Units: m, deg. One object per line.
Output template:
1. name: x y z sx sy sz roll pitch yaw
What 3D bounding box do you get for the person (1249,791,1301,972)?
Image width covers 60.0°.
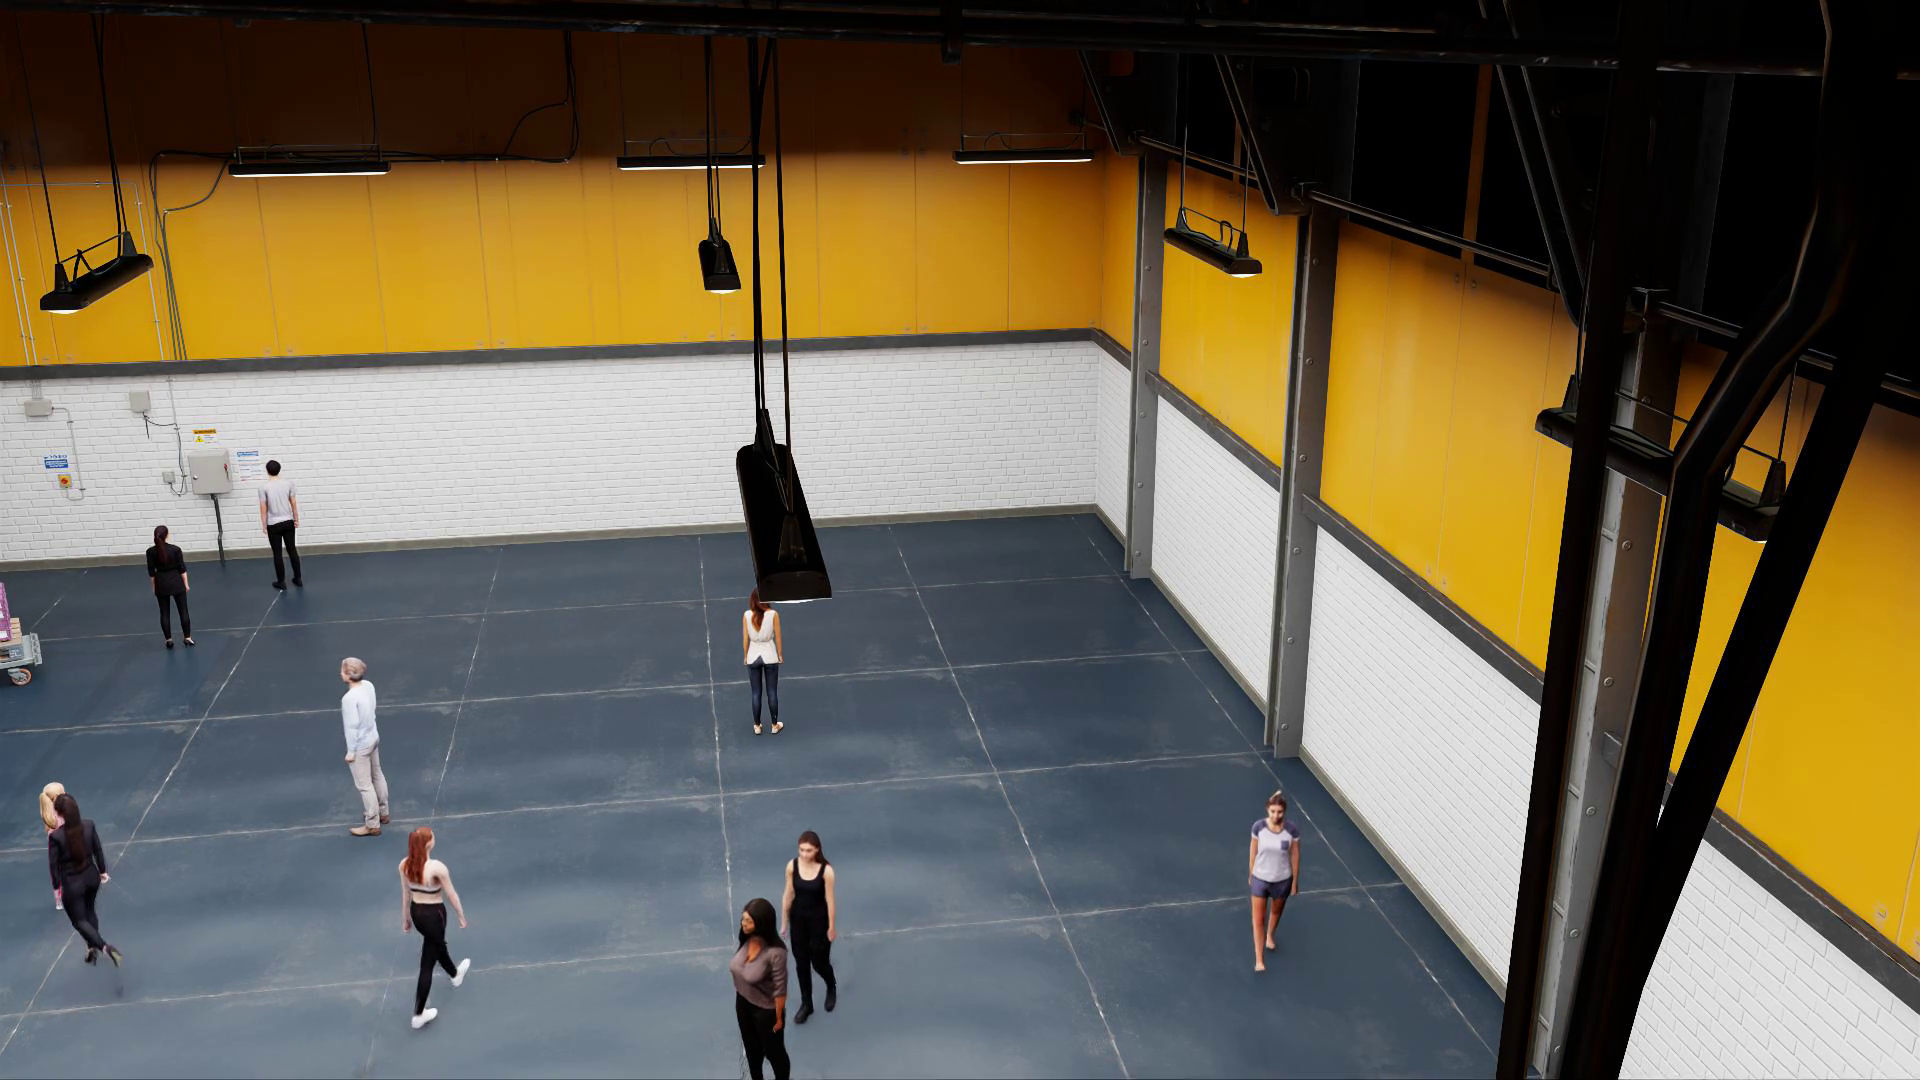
1. person: 2.753 2.953 14.672 0.763 1.581 1.045 2 19 6

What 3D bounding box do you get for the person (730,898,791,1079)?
1. person: -1.487 3.525 12.566 0.729 1.842 0.810 16 24 39

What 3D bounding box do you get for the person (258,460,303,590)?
1. person: -9.672 -0.225 23.672 0.735 1.862 0.732 -16 24 -39

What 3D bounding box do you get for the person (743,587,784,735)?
1. person: -2.264 1.373 19.049 0.636 1.784 0.585 0 19 0

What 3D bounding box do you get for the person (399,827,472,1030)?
1. person: -4.429 3.216 13.695 0.969 1.707 1.182 6 20 18

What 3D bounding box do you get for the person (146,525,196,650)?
1. person: -10.227 0.609 21.511 0.595 1.660 0.531 -4 19 -11

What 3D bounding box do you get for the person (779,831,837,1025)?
1. person: -1.229 3.171 13.866 0.760 1.684 0.825 7 20 20

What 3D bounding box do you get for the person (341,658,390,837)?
1. person: -6.039 2.064 16.823 0.789 1.894 0.616 2 19 6

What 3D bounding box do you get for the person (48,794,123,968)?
1. person: -7.556 3.006 14.351 1.018 1.688 0.960 14 23 36
